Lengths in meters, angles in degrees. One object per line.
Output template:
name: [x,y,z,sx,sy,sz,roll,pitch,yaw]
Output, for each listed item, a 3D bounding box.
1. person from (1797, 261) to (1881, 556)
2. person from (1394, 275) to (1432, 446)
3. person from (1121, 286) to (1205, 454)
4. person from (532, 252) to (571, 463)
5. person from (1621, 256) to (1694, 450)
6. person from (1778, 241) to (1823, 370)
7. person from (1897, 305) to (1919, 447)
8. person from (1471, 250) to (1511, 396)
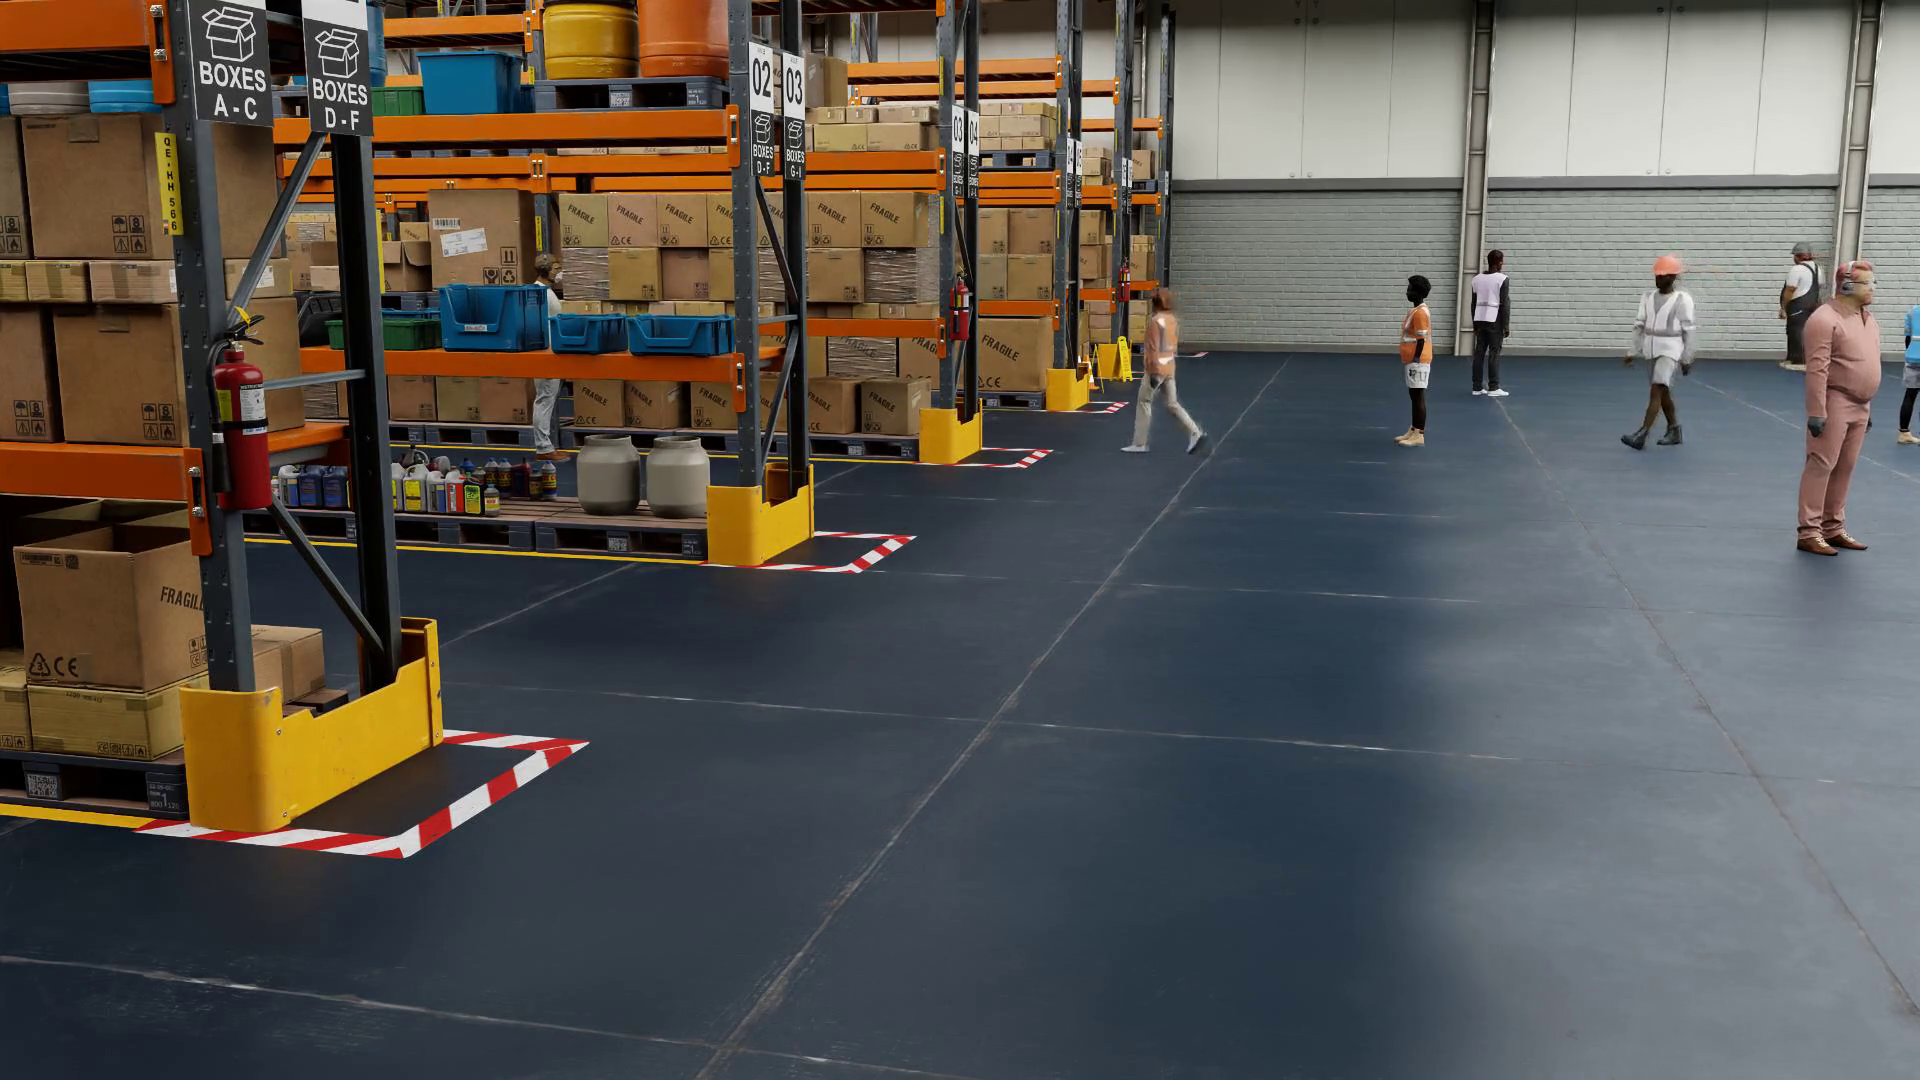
person: [5.768,-0.858,10.868,0.651,1.905,0.409,-7,12,-33]
person: [4.530,-1.779,16.548,0.318,1.697,0.535,2,10,9]
person: [1.957,-1.611,15.859,0.779,1.608,0.526,6,12,31]
person: [-3.807,-1.672,15.323,0.370,1.933,0.626,-2,10,-9]
person: [6.863,-1.831,16.333,1.006,1.886,0.552,-5,12,-28]
person: [13.145,-3.703,26.257,0.713,2.000,0.703,-7,12,-33]
person: [9.584,-1.772,16.497,0.321,1.698,0.537,-2,10,-12]
person: [6.976,-2.852,21.888,0.392,1.916,0.592,-7,12,-33]
